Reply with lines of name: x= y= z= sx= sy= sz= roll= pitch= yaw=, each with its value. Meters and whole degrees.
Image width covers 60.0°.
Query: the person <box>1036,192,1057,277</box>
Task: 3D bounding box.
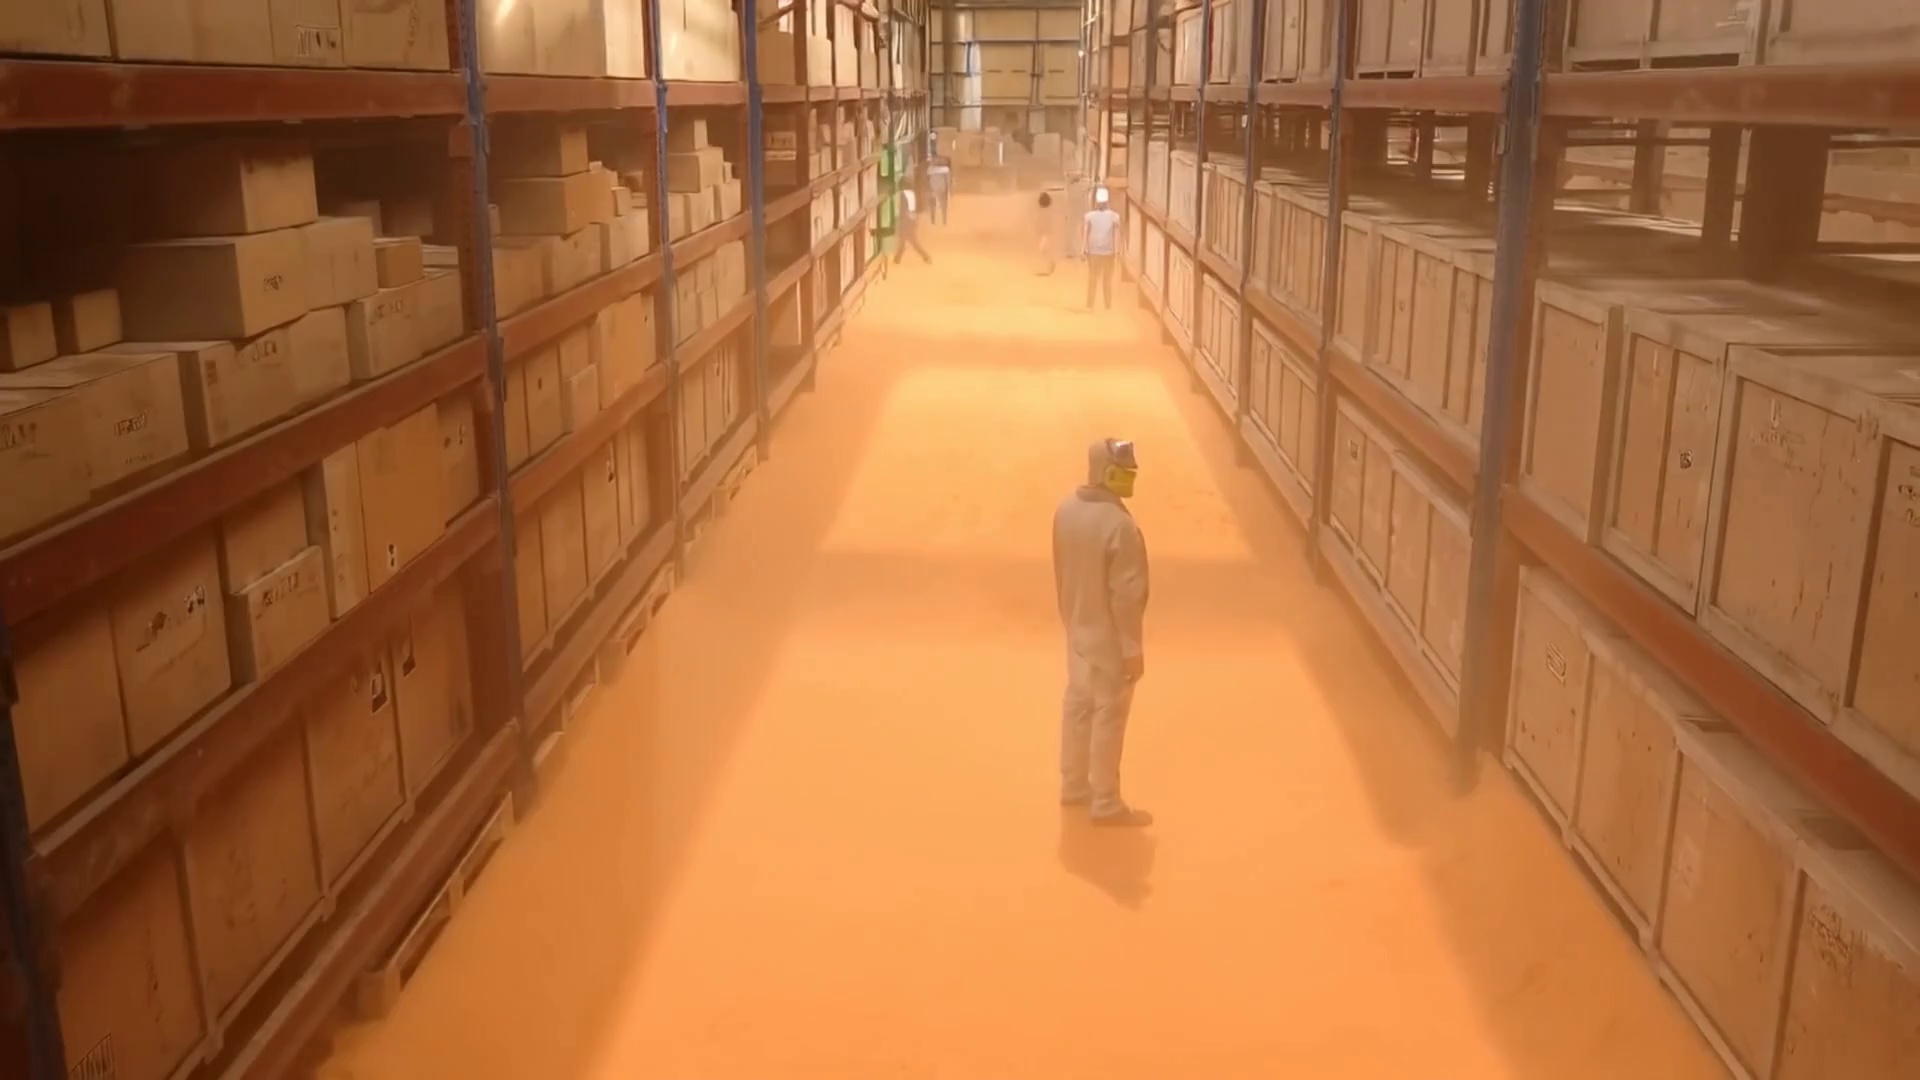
person: x=1.628 y=-5.872 z=32.027 sx=0.366 sy=1.617 sz=0.518 roll=0 pitch=15 yaw=1

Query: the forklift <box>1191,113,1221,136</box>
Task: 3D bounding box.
forklift: x=8.276 y=-13.018 z=56.228 sx=1.129 sy=2.768 sz=1.873 roll=8 pitch=17 yaw=26

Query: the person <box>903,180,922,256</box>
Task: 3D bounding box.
person: x=-1.055 y=-7.043 z=36.367 sx=0.468 sy=1.624 sz=0.601 roll=-6 pitch=16 yaw=-22

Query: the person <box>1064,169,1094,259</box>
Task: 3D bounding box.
person: x=2.529 y=-6.964 z=35.546 sx=0.639 sy=1.910 sz=0.407 roll=8 pitch=17 yaw=26

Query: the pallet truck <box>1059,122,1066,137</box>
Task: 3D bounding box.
pallet truck: x=5.788 y=-21.111 z=88.014 sx=1.885 sy=1.965 sz=0.823 roll=5 pitch=16 yaw=18

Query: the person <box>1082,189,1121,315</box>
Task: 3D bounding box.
person: x=2.257 y=-4.596 z=26.572 sx=0.611 sy=1.995 sz=0.380 roll=3 pitch=15 yaw=10

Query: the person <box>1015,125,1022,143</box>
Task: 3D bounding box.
person: x=2.942 y=-19.766 z=83.118 sx=0.359 sy=1.938 sz=0.635 roll=-1 pitch=15 yaw=-6

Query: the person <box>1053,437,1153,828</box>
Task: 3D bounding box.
person: x=0.707 y=0.439 z=8.008 sx=0.407 sy=1.905 sz=0.655 roll=-7 pitch=17 yaw=-25

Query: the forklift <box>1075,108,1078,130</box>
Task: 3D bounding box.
forklift: x=5.408 y=-17.217 z=71.850 sx=1.129 sy=2.768 sz=1.873 roll=13 pitch=20 yaw=41

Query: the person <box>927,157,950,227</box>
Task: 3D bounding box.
person: x=-0.560 y=-9.195 z=43.981 sx=0.624 sy=1.841 sz=0.430 roll=3 pitch=15 yaw=9

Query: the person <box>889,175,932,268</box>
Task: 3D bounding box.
person: x=-1.011 y=-6.440 z=33.669 sx=0.984 sy=1.876 sz=0.594 roll=3 pitch=15 yaw=11
